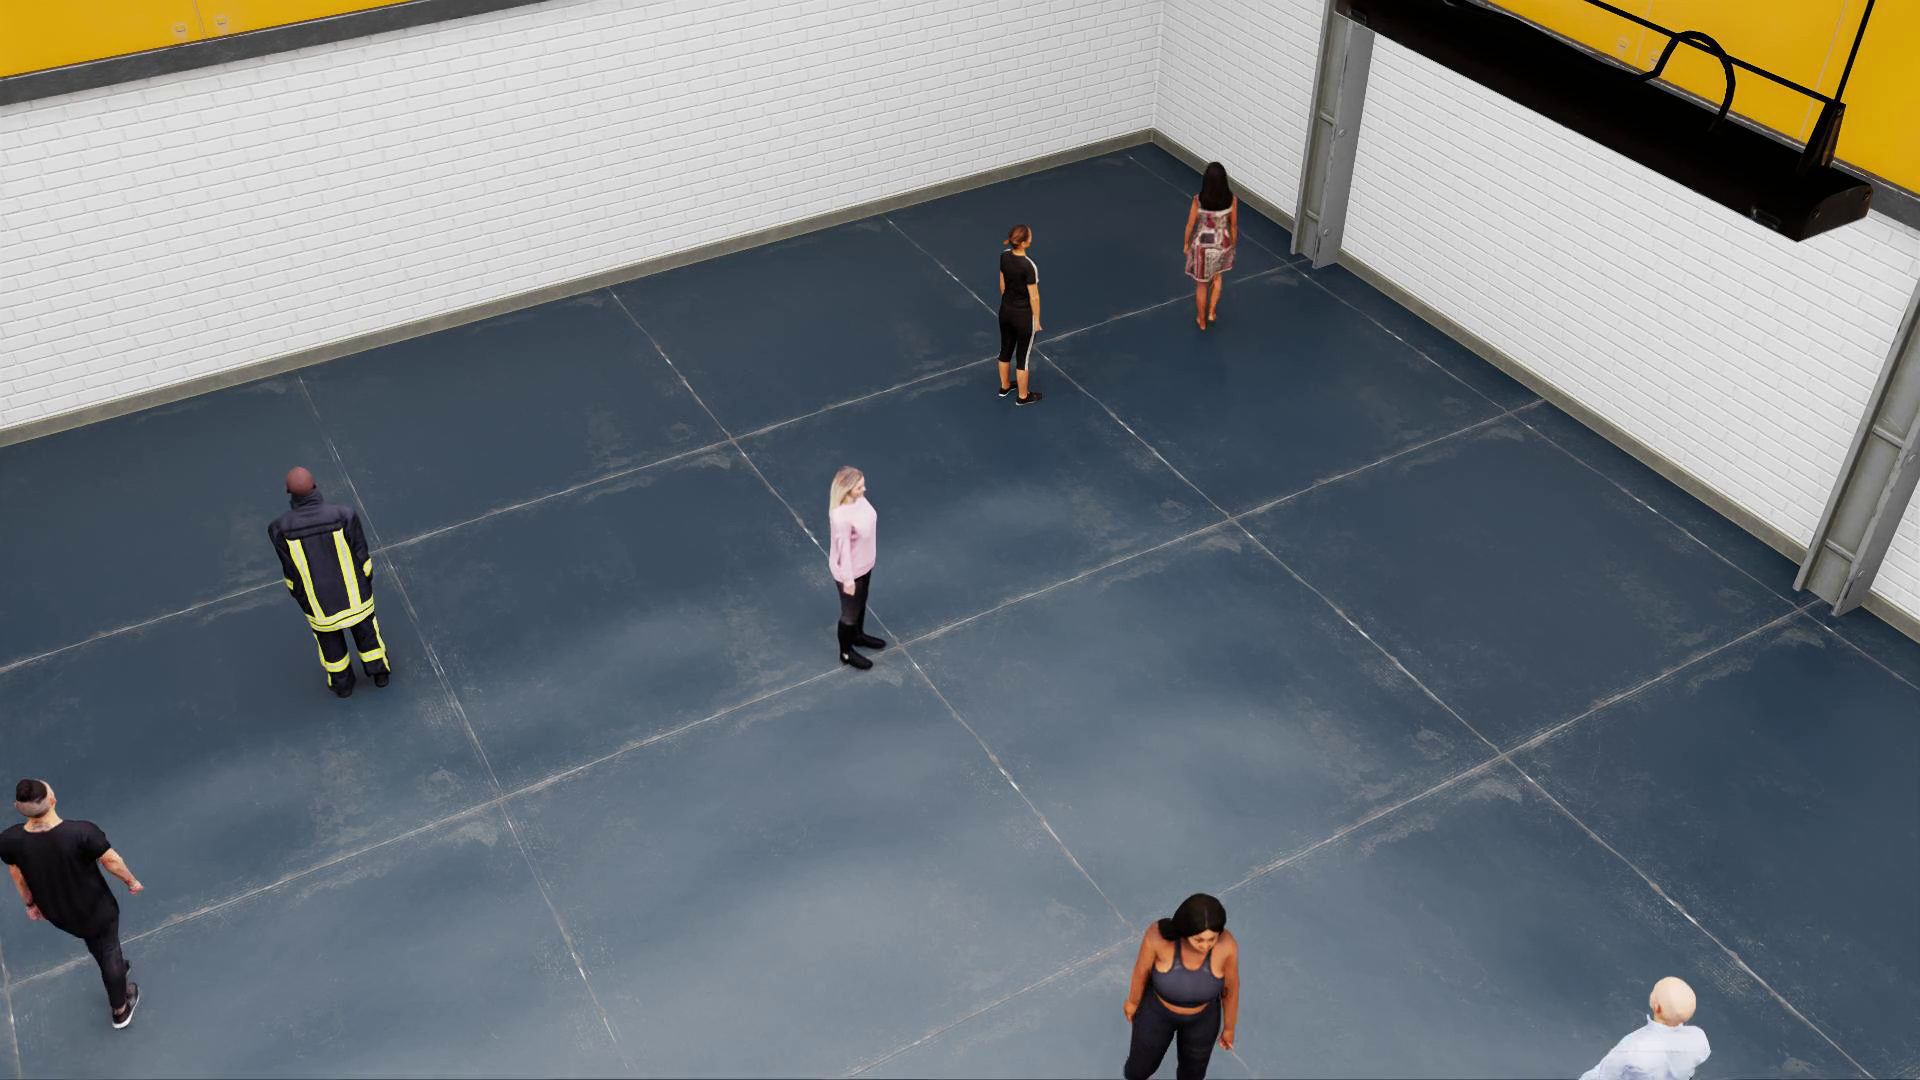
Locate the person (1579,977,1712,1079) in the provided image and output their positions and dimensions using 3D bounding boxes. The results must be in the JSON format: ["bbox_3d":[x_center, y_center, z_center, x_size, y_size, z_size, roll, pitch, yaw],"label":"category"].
[{"bbox_3d":[3.290,2.840,8.085,0.752,1.743,1.245,-14,41,-17],"label":"person"}]

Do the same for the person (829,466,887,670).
[{"bbox_3d":[-0.759,0.167,11.478,0.749,1.685,0.688,9,40,12],"label":"person"}]

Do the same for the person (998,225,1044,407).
[{"bbox_3d":[0.491,-1.921,14.105,0.687,1.669,0.533,-30,48,-32],"label":"person"}]

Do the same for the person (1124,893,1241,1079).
[{"bbox_3d":[1.139,2.388,8.597,0.840,1.809,0.854,2,39,3],"label":"person"}]

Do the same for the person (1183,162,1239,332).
[{"bbox_3d":[2.269,-2.597,14.976,0.785,1.638,0.823,-1,39,-1],"label":"person"}]

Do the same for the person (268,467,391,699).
[{"bbox_3d":[-4.247,0.274,11.236,0.771,1.819,0.717,-13,41,-16],"label":"person"}]

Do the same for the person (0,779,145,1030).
[{"bbox_3d":[-4.816,2.010,9.037,0.814,1.850,0.842,-3,39,-4],"label":"person"}]
